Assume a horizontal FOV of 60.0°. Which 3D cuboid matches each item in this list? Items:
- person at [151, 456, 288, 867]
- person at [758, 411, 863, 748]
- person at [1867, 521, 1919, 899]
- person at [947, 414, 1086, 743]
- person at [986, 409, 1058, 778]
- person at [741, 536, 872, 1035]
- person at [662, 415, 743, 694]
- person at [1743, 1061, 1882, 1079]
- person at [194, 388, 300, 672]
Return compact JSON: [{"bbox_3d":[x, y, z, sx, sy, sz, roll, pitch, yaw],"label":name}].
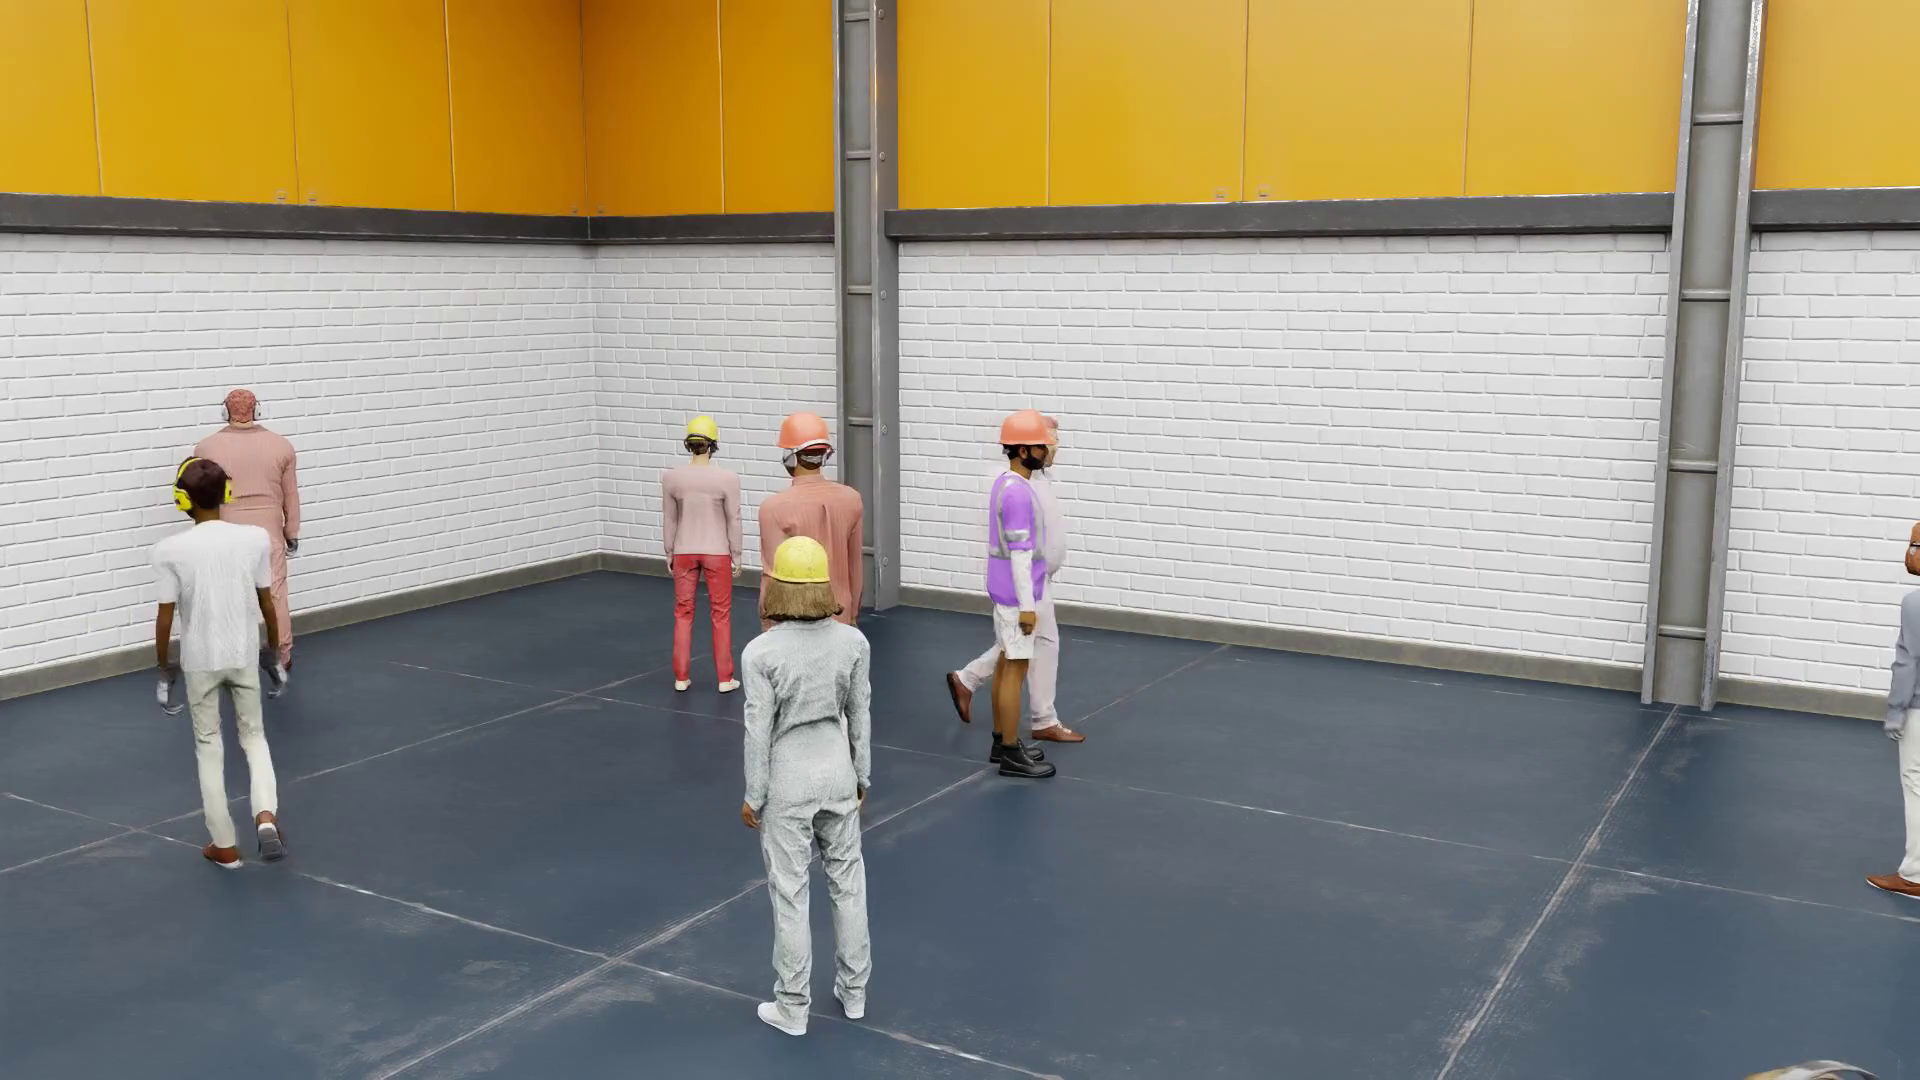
[{"bbox_3d":[-3.238,0.558,7.303,0.555,1.855,0.539,-7,12,-39],"label":"person"},{"bbox_3d":[-0.744,0.385,8.007,0.426,1.994,0.628,9,13,44],"label":"person"},{"bbox_3d":[4.126,0.714,7.069,0.498,1.628,0.272,-5,10,-28],"label":"person"},{"bbox_3d":[0.318,0.216,9.429,0.749,1.872,0.651,1,9,9],"label":"person"},{"bbox_3d":[0.326,0.278,8.802,0.366,1.939,0.542,-1,9,-6],"label":"person"},{"bbox_3d":[-0.544,0.851,5.836,0.493,1.742,0.322,-5,11,-31],"label":"person"},{"bbox_3d":[-1.622,0.093,10.535,0.521,1.758,0.349,1,9,8],"label":"person"},{"bbox_3d":[0.795,1.432,1.615,0.629,1.936,0.373,-3,10,-19],"label":"person"},{"bbox_3d":[-4.693,-0.050,10.980,0.637,1.900,0.403,-6,11,-33],"label":"person"}]
